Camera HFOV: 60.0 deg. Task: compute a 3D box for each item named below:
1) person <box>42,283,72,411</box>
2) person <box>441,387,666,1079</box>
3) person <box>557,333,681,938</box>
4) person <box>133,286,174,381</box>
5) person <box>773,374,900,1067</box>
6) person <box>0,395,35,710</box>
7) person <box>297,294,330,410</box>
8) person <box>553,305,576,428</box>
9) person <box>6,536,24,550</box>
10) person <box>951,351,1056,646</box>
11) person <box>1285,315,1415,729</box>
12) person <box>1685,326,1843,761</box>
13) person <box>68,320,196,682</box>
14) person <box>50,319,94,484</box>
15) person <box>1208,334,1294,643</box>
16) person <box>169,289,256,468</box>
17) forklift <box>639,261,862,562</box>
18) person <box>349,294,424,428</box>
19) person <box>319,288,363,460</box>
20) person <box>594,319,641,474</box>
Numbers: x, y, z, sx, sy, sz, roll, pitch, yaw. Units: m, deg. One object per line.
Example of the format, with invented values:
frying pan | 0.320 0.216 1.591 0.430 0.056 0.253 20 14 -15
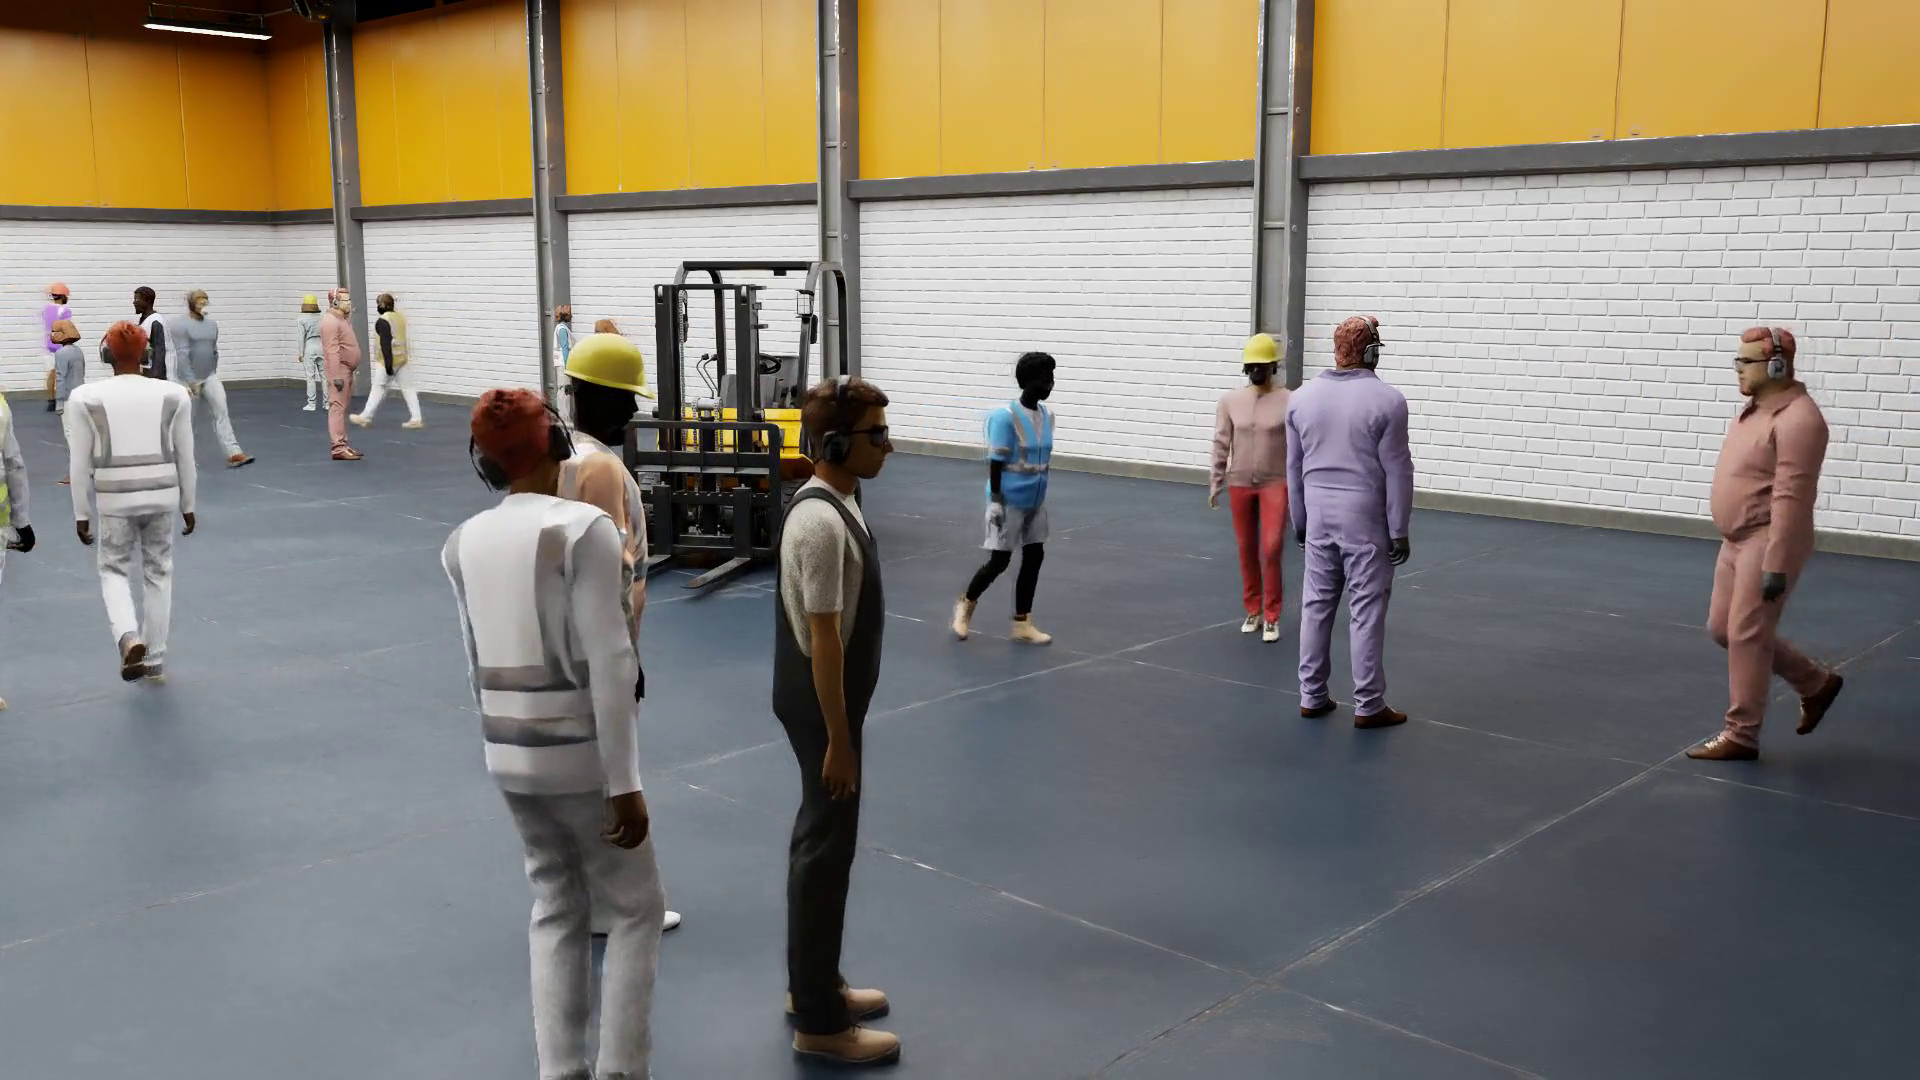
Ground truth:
person | -13.418 -2.894 24.989 0.552 1.898 0.916 3 10 18
person | -0.977 0.555 4.036 0.669 1.835 0.369 6 11 31
person | -1.145 0.303 5.331 0.382 1.917 0.585 -6 11 -30
person | -9.294 -1.956 19.176 0.391 1.920 0.588 -7 12 -38
person | -0.338 0.478 4.484 0.328 1.842 0.515 -1 9 -5
person | -4.744 -0.066 7.893 0.454 1.829 0.628 5 11 30
person | -9.725 -2.820 25.016 0.294 1.744 0.486 8 12 41
person | -5.290 -2.322 22.276 0.308 1.641 0.514 -3 10 -18
person | -7.362 -0.724 12.486 0.500 1.636 0.280 2 9 9
person | 0.263 -0.238 9.383 0.570 1.672 0.547 8 12 40
person | 1.826 -0.084 7.736 0.638 1.909 0.408 9 13 44
person | 3.496 0.032 7.094 0.611 1.884 0.650 1 9 6
person | -4.144 -0.167 8.385 0.581 1.870 0.560 -6 11 -33
person | -8.799 -1.367 16.465 0.281 1.627 0.504 -1 9 -5
person | 1.683 -0.294 9.501 0.537 1.744 0.650 4 10 24
person | -7.953 -1.681 17.561 0.978 1.895 0.638 4 10 23
forklift | -1.552 -1.040 12.721 1.214 2.155 2.313 2 9 11
person | -7.630 -2.370 22.127 0.985 1.781 0.629 2 9 9
person | -6.885 -1.842 18.550 0.403 1.915 0.659 -2 9 -11
person | -3.665 -1.444 16.997 0.814 1.591 0.531 -2 9 -13
